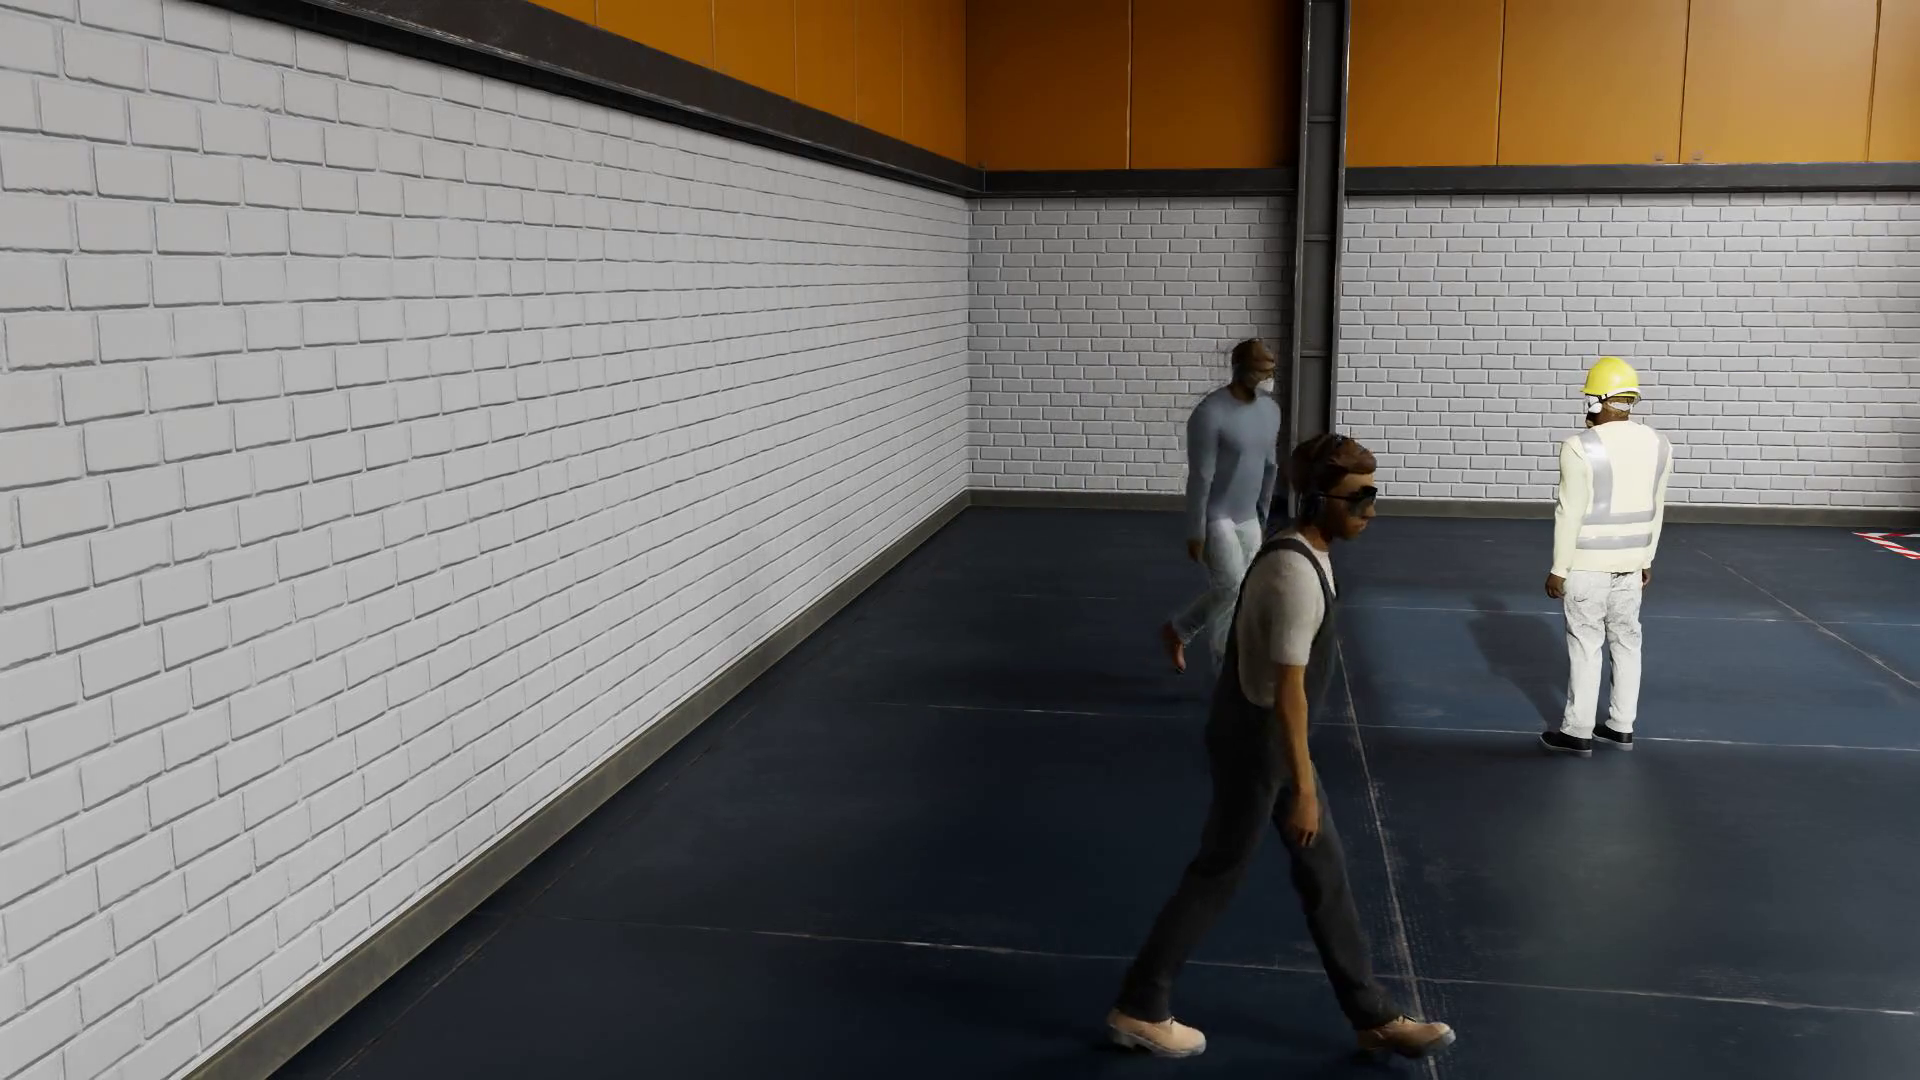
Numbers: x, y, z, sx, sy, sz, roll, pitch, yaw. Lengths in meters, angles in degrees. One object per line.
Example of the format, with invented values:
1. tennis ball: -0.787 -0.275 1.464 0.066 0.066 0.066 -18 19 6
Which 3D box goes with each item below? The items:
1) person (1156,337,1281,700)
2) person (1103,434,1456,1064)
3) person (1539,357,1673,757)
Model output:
1. person: 1.315 -0.105 8.603 0.639 1.905 0.700 -8 12 -41
2. person: 0.871 0.595 4.560 0.991 1.784 0.552 3 10 17
3. person: 2.939 0.081 7.628 0.591 1.833 0.403 -4 10 -22
